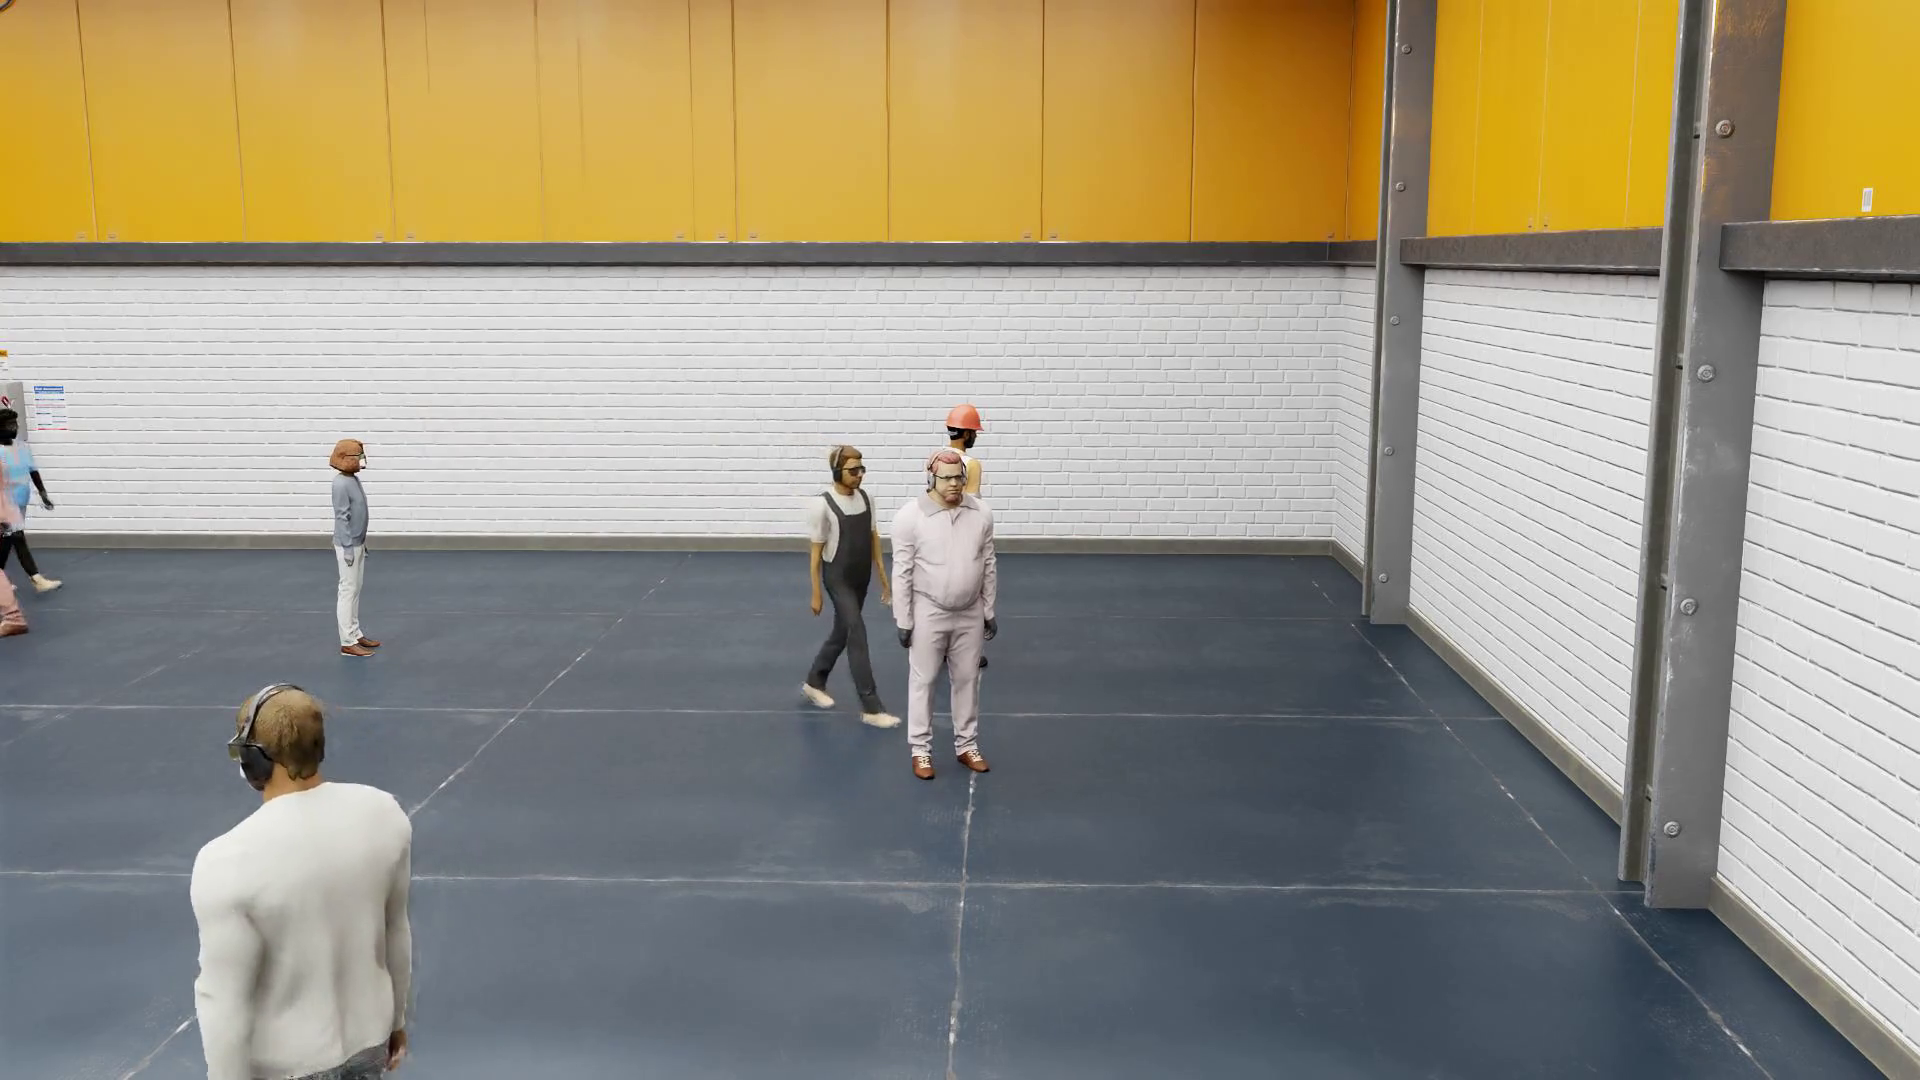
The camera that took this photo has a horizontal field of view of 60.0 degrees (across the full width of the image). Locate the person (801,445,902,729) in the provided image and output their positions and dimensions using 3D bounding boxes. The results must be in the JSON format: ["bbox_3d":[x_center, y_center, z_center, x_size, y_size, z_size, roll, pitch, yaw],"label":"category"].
[{"bbox_3d":[-0.746,0.273,10.771,0.936,1.808,0.515,7,12,37],"label":"person"}]

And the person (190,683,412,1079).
[{"bbox_3d":[-1.618,1.319,4.255,0.541,1.929,0.644,6,11,32],"label":"person"}]

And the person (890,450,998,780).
[{"bbox_3d":[-0.073,0.426,9.568,0.647,1.903,0.402,-5,11,-25],"label":"person"}]

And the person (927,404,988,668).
[{"bbox_3d":[0.001,-0.022,12.100,0.382,1.929,0.539,-8,13,-39],"label":"person"}]

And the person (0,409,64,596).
[{"bbox_3d":[-8.316,-0.328,14.677,0.878,1.651,0.552,2,10,10],"label":"person"}]

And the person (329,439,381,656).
[{"bbox_3d":[-4.569,0.050,12.535,0.279,1.634,0.499,-1,10,-8],"label":"person"}]

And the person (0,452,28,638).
[{"bbox_3d":[-7.751,-0.165,13.162,0.698,1.868,0.663,0,10,-1],"label":"person"}]
